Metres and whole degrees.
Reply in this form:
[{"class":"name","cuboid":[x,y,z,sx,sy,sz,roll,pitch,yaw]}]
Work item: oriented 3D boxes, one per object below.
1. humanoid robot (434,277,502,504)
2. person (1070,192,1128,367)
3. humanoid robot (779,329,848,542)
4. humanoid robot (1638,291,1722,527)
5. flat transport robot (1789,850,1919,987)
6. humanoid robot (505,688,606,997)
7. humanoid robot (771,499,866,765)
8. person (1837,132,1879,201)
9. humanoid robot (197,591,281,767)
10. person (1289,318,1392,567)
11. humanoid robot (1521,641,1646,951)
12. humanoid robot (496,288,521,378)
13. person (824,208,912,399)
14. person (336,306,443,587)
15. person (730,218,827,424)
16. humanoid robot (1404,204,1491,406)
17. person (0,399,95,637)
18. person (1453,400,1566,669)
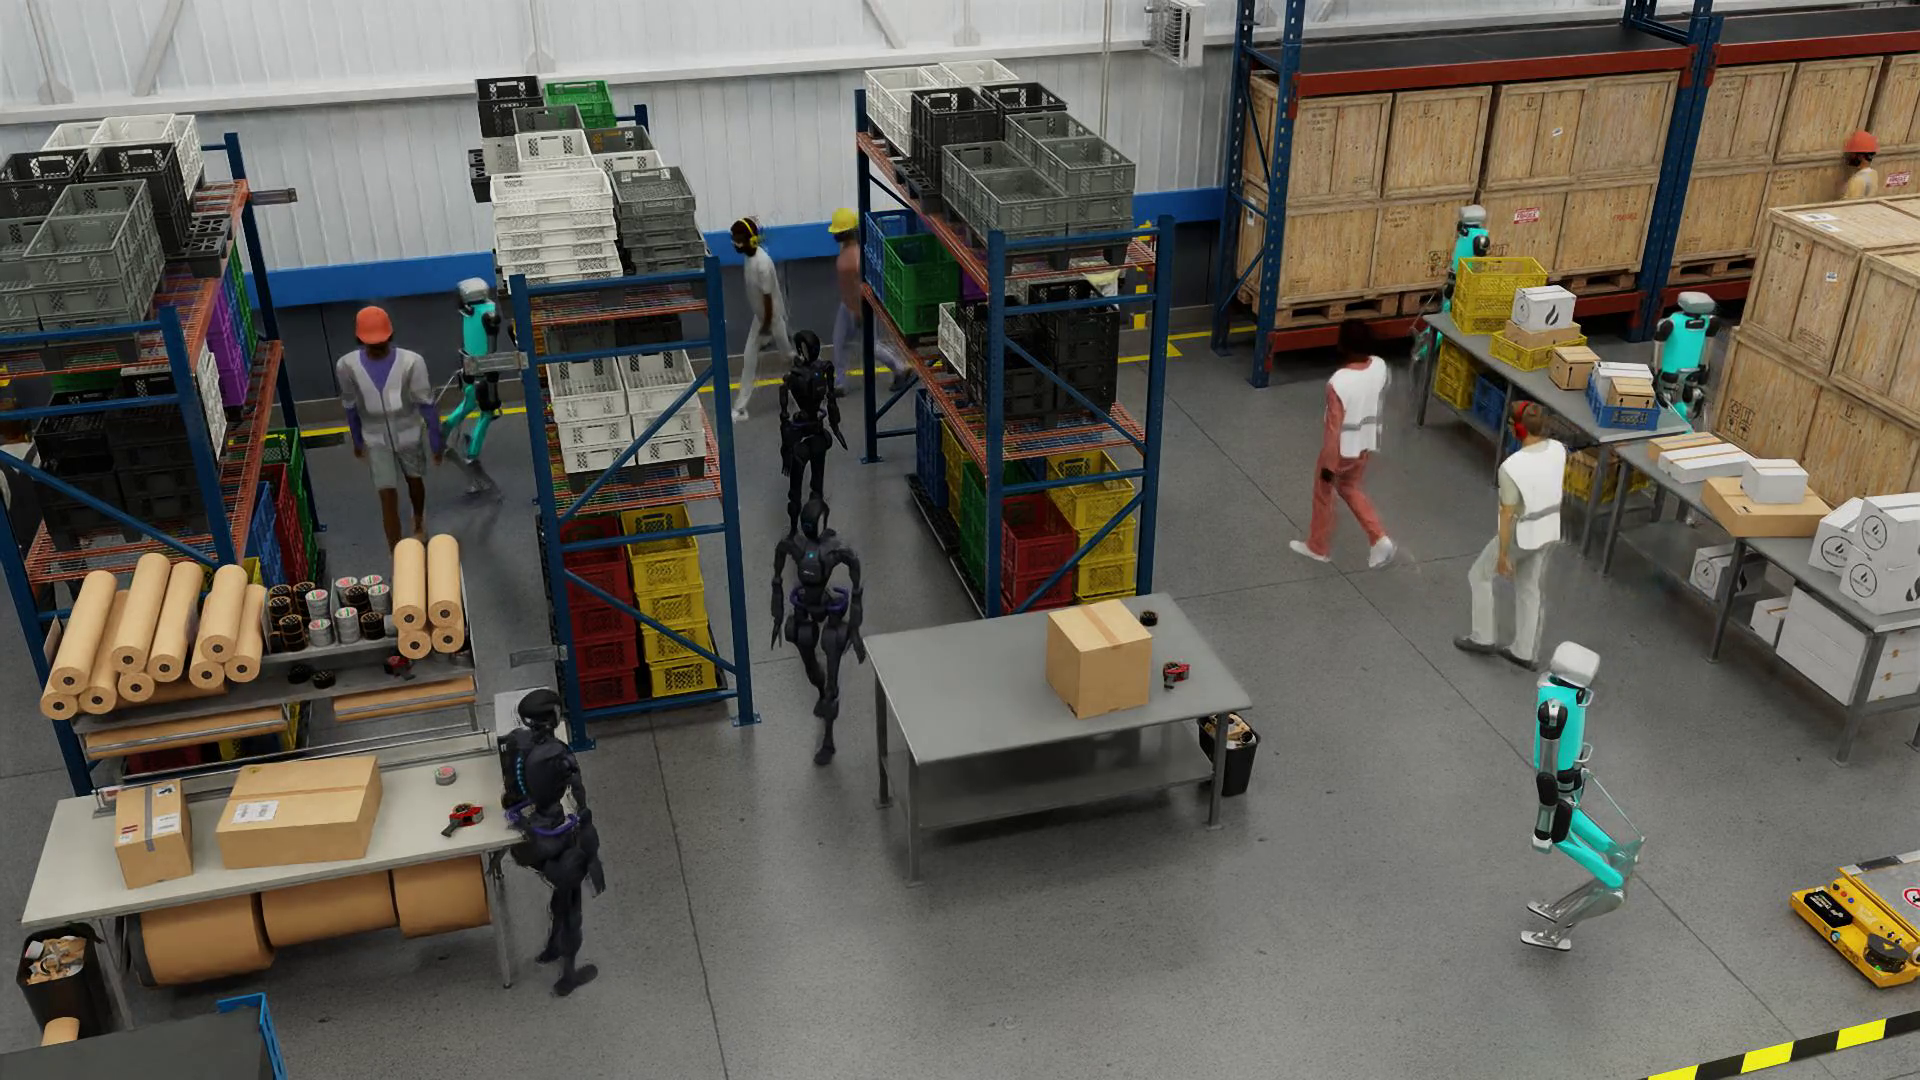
[{"class":"humanoid robot","cuboid":[-3.773,-1.027,12.599,0.720,1.876,0.553,-21,35,-33]},{"class":"person","cuboid":[1.199,-2.339,14.784,0.633,1.842,0.429,-12,31,-21]},{"class":"humanoid robot","cuboid":[-1.087,-0.745,12.038,0.315,1.657,0.599,23,36,35]},{"class":"humanoid robot","cuboid":[5.425,-0.882,12.284,0.534,1.779,1.010,-8,30,-14]},{"class":"flat transport robot","cuboid":[5.163,1.916,8.676,1.431,0.231,0.659,-8,30,-14]},{"class":"humanoid robot","cuboid":[-1.979,1.462,8.043,0.613,1.641,0.394,19,34,31]},{"class":"humanoid robot","cuboid":[-0.837,0.482,9.868,0.601,1.626,0.775,6,29,11]},{"class":"person","cuboid":[8.324,-2.906,15.771,0.840,1.892,0.591,24,37,36]},{"class":"humanoid robot","cuboid":[-3.802,0.983,8.973,0.814,1.636,0.589,-17,33,-29]},{"class":"person","cuboid":[2.729,-0.653,11.653,0.598,1.903,0.701,-22,36,-34]},{"class":"humanoid robot","cuboid":[3.093,1.308,8.114,0.735,1.681,0.533,15,32,25]},{"class":"humanoid robot","cuboid":[-3.209,-1.498,13.223,0.735,1.677,0.533,8,30,14]},{"class":"person","cuboid":[-0.845,-2.042,14.355,0.811,1.725,0.552,-10,30,-17]},{"class":"person","cuboid":[-3.949,-0.691,11.628,0.624,1.978,1.094,-7,29,-12]},{"class":"person","cuboid":[-1.590,-1.865,13.985,1.049,1.786,0.518,-17,33,-28]},{"class":"humanoid robot","cuboid":[4.047,-1.973,14.311,0.809,1.830,0.534,-1,29,-2]},{"class":"person","cuboid":[-5.828,-0.049,10.613,0.508,1.846,0.342,-7,30,-12]},{"class":"person","cuboid":[3.540,-0.040,10.633,0.565,1.815,0.635,-16,33,-27]}]
